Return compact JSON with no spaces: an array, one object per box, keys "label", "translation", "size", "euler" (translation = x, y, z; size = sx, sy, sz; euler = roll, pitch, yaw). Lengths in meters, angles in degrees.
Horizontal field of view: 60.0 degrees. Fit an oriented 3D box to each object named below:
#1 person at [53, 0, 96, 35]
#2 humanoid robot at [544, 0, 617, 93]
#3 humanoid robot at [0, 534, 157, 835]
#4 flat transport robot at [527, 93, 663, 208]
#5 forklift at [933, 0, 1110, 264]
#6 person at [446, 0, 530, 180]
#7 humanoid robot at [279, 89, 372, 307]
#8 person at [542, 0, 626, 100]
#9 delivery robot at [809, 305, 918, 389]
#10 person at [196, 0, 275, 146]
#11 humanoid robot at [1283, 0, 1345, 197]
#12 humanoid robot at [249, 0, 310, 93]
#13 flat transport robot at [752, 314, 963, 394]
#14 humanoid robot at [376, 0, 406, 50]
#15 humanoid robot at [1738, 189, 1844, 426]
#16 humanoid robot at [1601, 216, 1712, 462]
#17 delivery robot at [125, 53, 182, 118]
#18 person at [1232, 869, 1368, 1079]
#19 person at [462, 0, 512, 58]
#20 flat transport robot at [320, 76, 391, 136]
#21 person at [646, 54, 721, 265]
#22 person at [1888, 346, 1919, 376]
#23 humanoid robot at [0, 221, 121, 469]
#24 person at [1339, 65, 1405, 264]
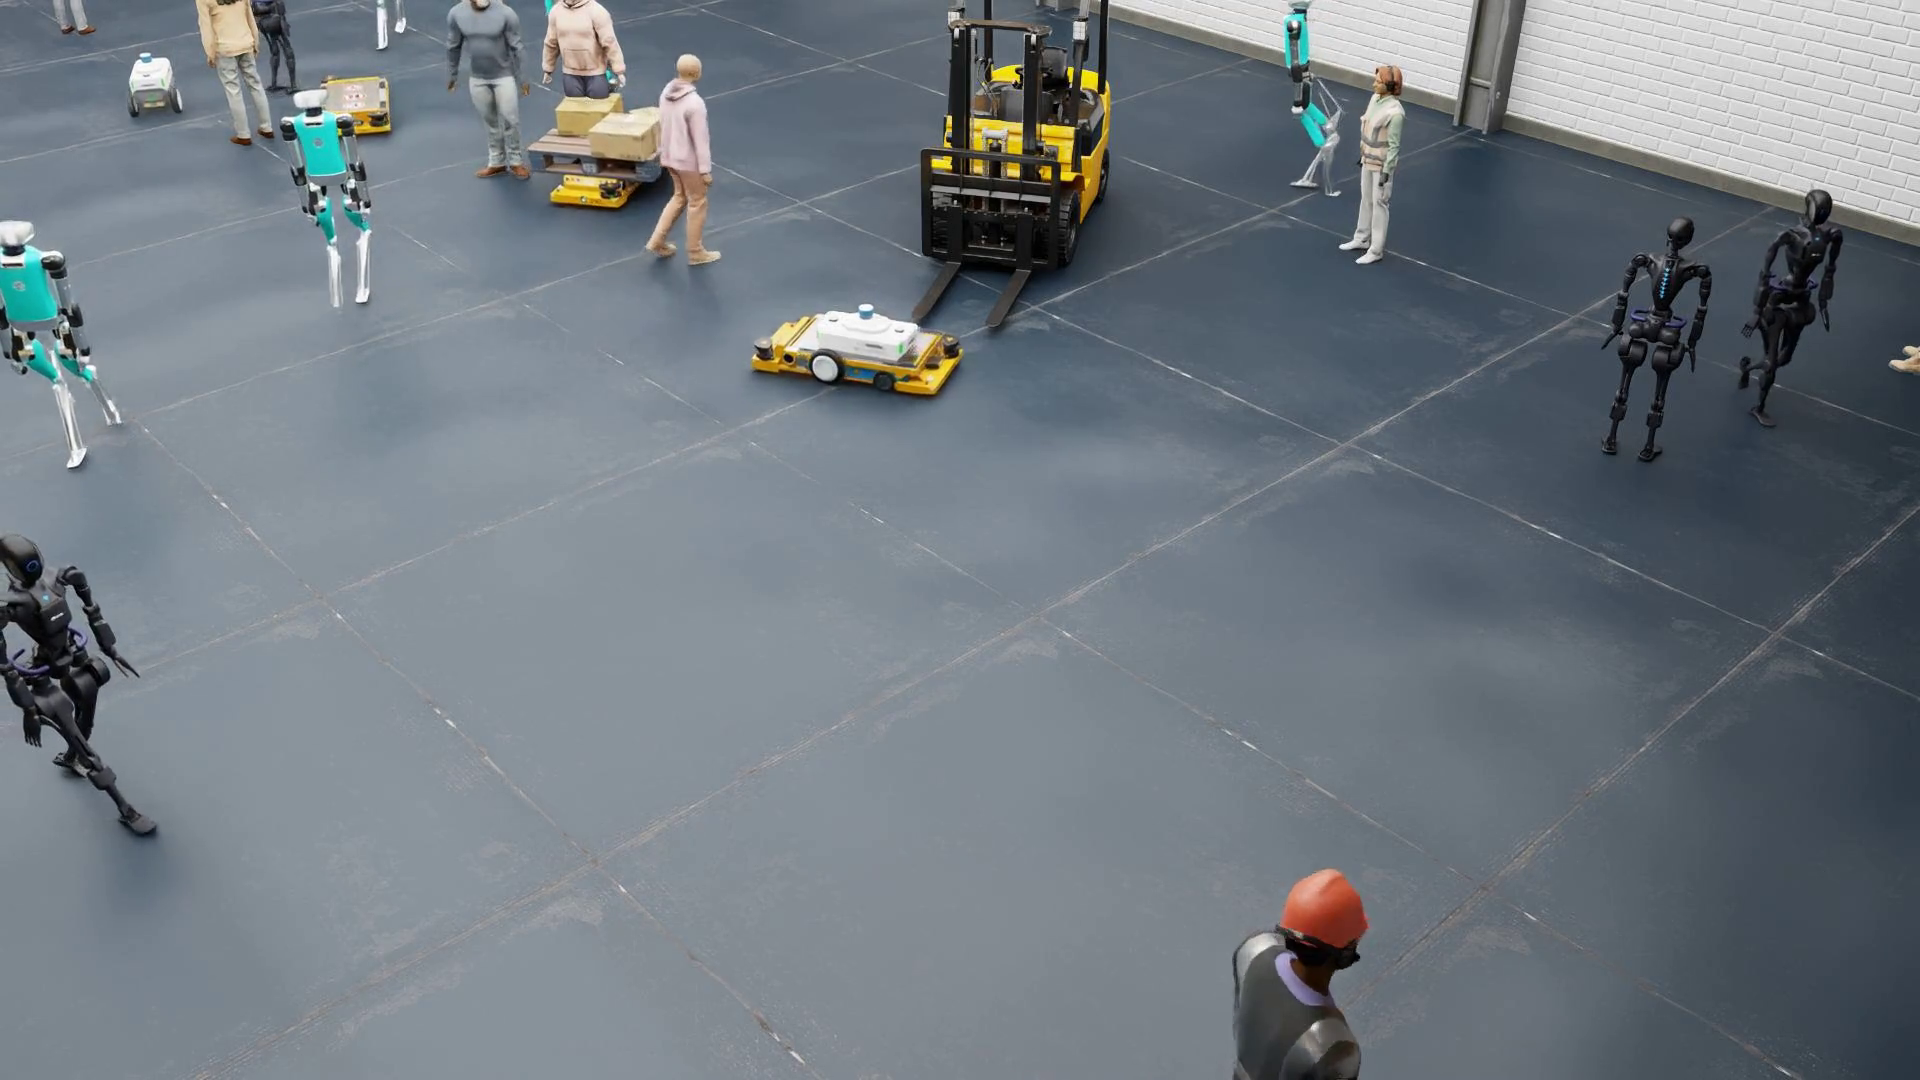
[{"label":"person","translation":[-10.360,-6.641,19.119],"size":[0.473,1.642,0.338],"euler":[2,33,3]},{"label":"humanoid robot","translation":[-3.661,-4.795,16.208],"size":[0.751,1.802,0.535],"euler":[-9,34,-14]},{"label":"humanoid robot","translation":[-4.295,0.634,7.975],"size":[0.855,1.622,0.601],"euler":[16,36,23]},{"label":"flat transport robot","translation":[-3.219,-3.455,15.483],"size":[0.659,0.231,1.431],"euler":[7,34,11]},{"label":"forklift","translation":[0.570,-3.725,14.138],"size":[1.214,2.155,2.313],"euler":[9,34,13]},{"label":"person","translation":[-4.283,-4.192,15.116],"size":[0.730,1.921,0.404],"euler":[2,33,3]},{"label":"humanoid robot","translation":[-4.832,-2.670,12.937],"size":[0.537,1.809,0.665],"euler":[-6,33,-9]},{"label":"person","translation":[-3.474,-4.359,15.421],"size":[0.818,1.855,0.430],"euler":[6,34,9]},{"label":"delivery robot","translation":[-0.683,-1.433,12.098],"size":[0.736,0.578,0.516],"euler":[11,35,17]},{"label":"person","translation":[-6.990,-4.746,16.006],"size":[0.388,1.870,0.565],"euler":[22,39,30]},{"label":"humanoid robot","translation":[3.238,-3.954,14.993],"size":[0.800,1.867,0.555],"euler":[8,34,12]},{"label":"humanoid robot","translation":[-7.211,-5.527,17.389],"size":[0.613,1.649,0.425],"euler":[25,40,33]},{"label":"flat transport robot","translation":[-0.756,-1.384,12.300],"size":[1.431,0.231,0.659],"euler":[10,34,15]},{"label":"humanoid robot","translation":[-6.601,-6.523,18.897],"size":[0.545,1.775,1.037],"euler":[-1,33,-1]},{"label":"humanoid robot","translation":[5.668,-1.647,11.449],"size":[0.598,1.648,0.690],"euler":[-5,33,-7]},{"label":"humanoid robot","translation":[4.541,-1.327,10.908],"size":[0.599,1.657,0.315],"euler":[17,37,25]},{"label":"delivery robot","translation":[-8.318,-4.688,17.133],"size":[0.499,0.614,0.817],"euler":[-10,34,-15]},{"label":"person","translation":[1.107,1.936,5.591],"size":[0.420,2.020,0.674],"euler":[-11,35,-17]},{"label":"person","translation":[-5.066,-5.732,17.619],"size":[0.524,1.760,0.338],"euler":[12,35,17]},{"label":"flat transport robot","translation":[-6.189,-4.454,17.019],"size":[0.659,0.231,1.431],"euler":[-9,34,-14]},{"label":"person","translation":[-2.257,-3.053,13.517],"size":[0.491,1.758,0.572],"euler":[-22,39,-30]},{"label":"person","translation":[7.114,-1.999,11.935],"size":[0.534,1.696,0.318],"euler":[-29,43,-36]},{"label":"humanoid robot","translation":[-5.912,-1.335,10.926],"size":[0.557,1.832,0.894],"euler":[-6,34,-9]},{"label":"person","translation":[3.421,-3.082,13.649],"size":[0.310,1.641,0.512],"euler":[-7,34,-10]}]
